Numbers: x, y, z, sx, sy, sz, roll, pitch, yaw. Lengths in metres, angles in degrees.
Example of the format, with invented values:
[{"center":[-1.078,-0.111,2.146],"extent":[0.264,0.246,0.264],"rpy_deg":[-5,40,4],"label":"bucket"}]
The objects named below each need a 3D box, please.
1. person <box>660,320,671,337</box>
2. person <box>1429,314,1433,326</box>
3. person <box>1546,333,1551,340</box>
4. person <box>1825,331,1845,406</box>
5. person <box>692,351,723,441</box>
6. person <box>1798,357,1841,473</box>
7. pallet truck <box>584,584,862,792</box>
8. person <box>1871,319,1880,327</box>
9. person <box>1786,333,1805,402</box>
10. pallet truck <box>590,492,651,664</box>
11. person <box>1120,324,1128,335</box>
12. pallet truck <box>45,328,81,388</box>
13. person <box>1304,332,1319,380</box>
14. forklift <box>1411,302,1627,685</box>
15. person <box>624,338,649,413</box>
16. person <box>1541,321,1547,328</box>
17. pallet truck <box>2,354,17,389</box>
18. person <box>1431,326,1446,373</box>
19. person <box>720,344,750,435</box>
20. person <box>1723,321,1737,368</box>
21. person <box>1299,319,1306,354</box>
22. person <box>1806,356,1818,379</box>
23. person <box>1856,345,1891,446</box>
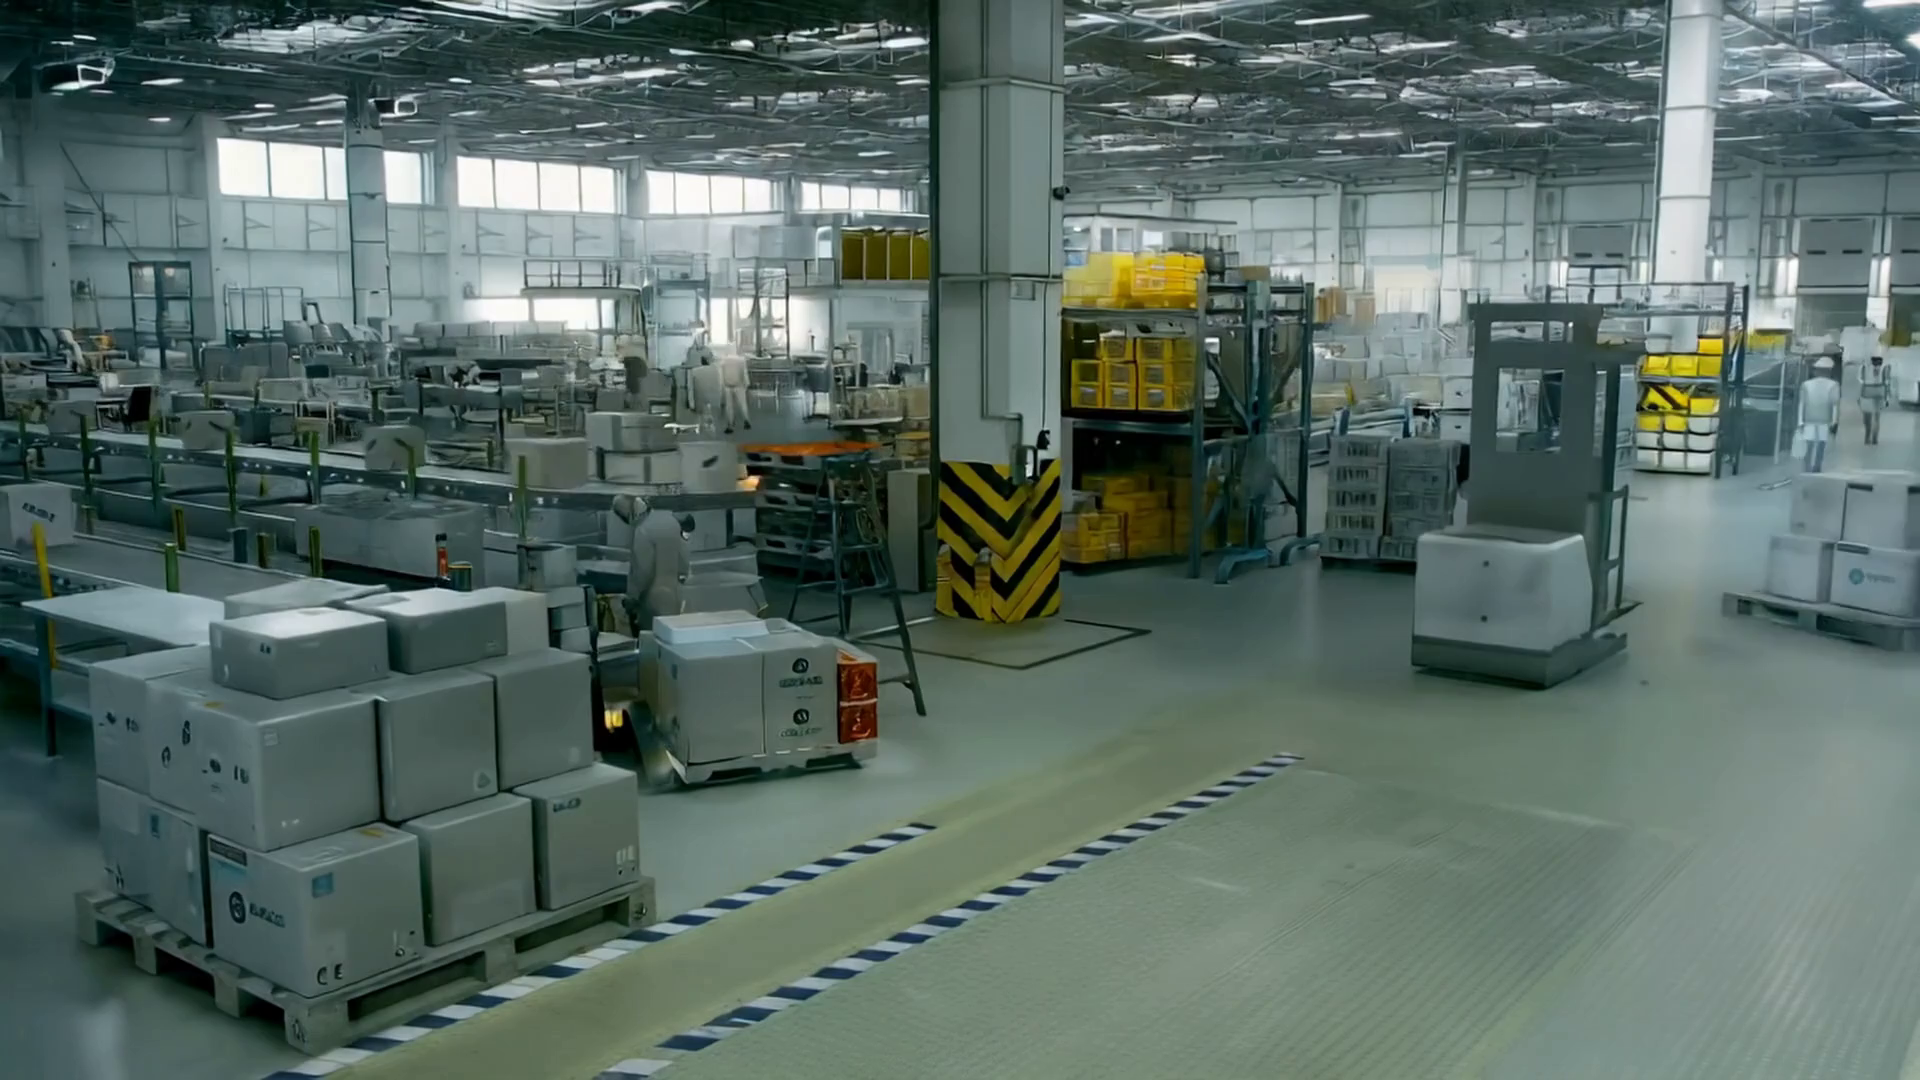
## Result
[{"center":[-11.995,-8.048,67.679],"extent":[0.539,1.820,0.537],"rpy_deg":[-8,11,-42],"label":"person"},{"center":[23.181,-10.204,81.978],"extent":[0.993,1.893,0.645],"rpy_deg":[7,11,38],"label":"person"},{"center":[14.368,-4.074,40.575],"extent":[0.588,1.916,0.566],"rpy_deg":[-7,11,-40],"label":"person"},{"center":[22.315,-4.340,42.273],"extent":[0.673,1.942,0.628],"rpy_deg":[0,8,0],"label":"person"},{"center":[-4.691,-2.585,30.835],"extent":[0.588,1.835,0.403],"rpy_deg":[-4,9,-24],"label":"person"},{"center":[13.308,-1.871,25.728],"extent":[0.571,1.916,0.509],"rpy_deg":[7,11,40],"label":"person"},{"center":[-1.426,0.805,10.019],"extent":[1.601,1.201,0.680],"rpy_deg":[-4,9,-26],"label":"pallet truck"},{"center":[38.380,-8.374,69.901],"extent":[0.722,1.821,0.637],"rpy_deg":[3,9,17],"label":"person"},{"center":[21.640,-4.423,43.109],"extent":[0.309,1.868,0.535],"rpy_deg":[-3,9,-19],"label":"person"},{"center":[-3.115,0.344,12.883],"extent":[0.653,1.274,1.630],"rpy_deg":[7,11,37],"label":"pallet truck"},{"center":[5.204,-5.945,53.194],"extent":[0.383,1.921,0.597],"rpy_deg":[-5,10,-30],"label":"person"},{"center":[-23.775,-4.544,43.495],"extent":[1.885,1.965,0.823],"rpy_deg":[6,10,35],"label":"pallet truck"},{"center":[10.352,-5.243,49.022],"extent":[0.349,1.759,0.522],"rpy_deg":[-8,11,-41],"label":"person"},{"center":[4.379,-0.438,12.852],"extent":[1.129,2.768,1.873],"rpy_deg":[7,11,37],"label":"forklift"},{"center":[-6.302,-2.933,32.542],"extent":[0.457,2.021,0.636],"rpy_deg":[-7,11,-41],"label":"person"},{"center":[24.302,-8.251,69.056],"extent":[0.431,1.836,0.619],"rpy_deg":[-3,9,-20],"label":"person"},{"center":[-24.881,-4.417,42.634],"extent":[1.885,1.965,0.823],"rpy_deg":[8,11,41],"label":"pallet truck"},{"center":[17.212,-6.817,59.728],"extent":[0.512,1.709,0.783],"rpy_deg":[1,8,4],"label":"person"},{"center":[-4.607,-3.112,34.320],"extent":[0.675,1.867,0.937],"rpy_deg":[2,9,15],"label":"person"},{"center":[29.937,-7.639,64.894],"extent":[0.531,1.832,0.879],"rpy_deg":[-1,8,-5],"label":"person"},{"center":[15.990,-9.540,77.369],"extent":[0.361,1.939,0.542],"rpy_deg":[-6,11,-37],"label":"person"},{"center":[17.380,-2.929,33.891],"extent":[0.523,1.600,0.752],"rpy_deg":[-2,9,-14],"label":"person"},{"center":[17.326,-2.734,31.580],"extent":[0.545,1.900,0.940],"rpy_deg":[6,10,34],"label":"person"}]
